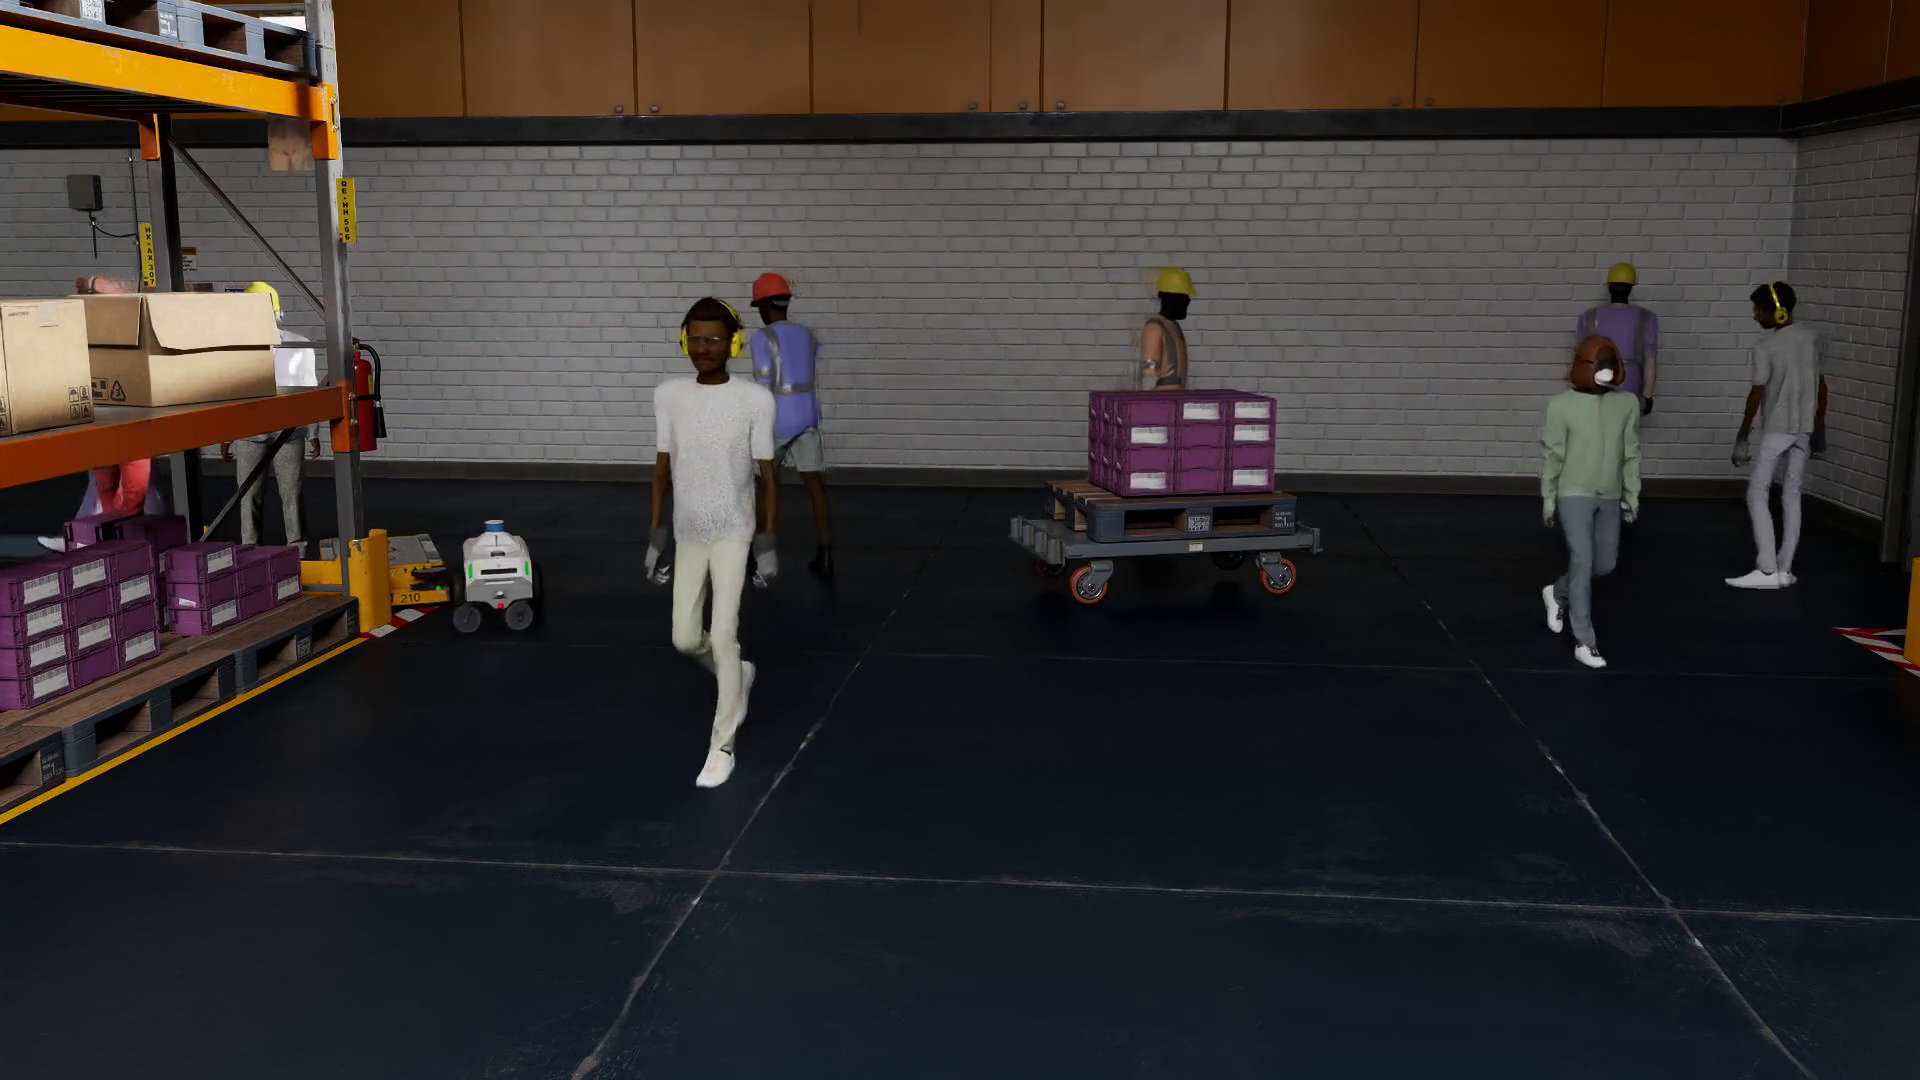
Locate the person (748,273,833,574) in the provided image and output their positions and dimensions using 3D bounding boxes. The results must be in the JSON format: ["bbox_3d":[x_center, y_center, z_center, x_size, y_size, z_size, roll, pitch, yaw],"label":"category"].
[{"bbox_3d":[-1.114,-0.736,10.505,0.577,1.866,1.012,-9,14,-43],"label":"person"}]

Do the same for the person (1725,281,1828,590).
[{"bbox_3d":[4.896,-0.607,9.893,0.655,1.836,0.356,-2,10,-14],"label":"person"}]

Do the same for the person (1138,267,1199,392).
[{"bbox_3d":[1.453,-0.880,11.245,0.578,1.908,0.587,3,10,17],"label":"person"}]

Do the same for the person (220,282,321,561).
[{"bbox_3d":[-4.244,-0.664,10.219,0.600,1.827,0.403,-4,11,-21],"label":"person"}]

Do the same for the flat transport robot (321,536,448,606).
[{"bbox_3d":[-3.453,0.168,9.912,0.652,0.197,1.431,-4,11,-21],"label":"flat transport robot"}]

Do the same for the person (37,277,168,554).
[{"bbox_3d":[-5.459,-0.735,10.578,0.990,1.848,0.661,-1,10,-5],"label":"person"}]

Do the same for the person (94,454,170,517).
[{"bbox_3d":[-5.048,-0.597,10.077,0.544,1.746,0.652,-1,10,-5],"label":"person"}]

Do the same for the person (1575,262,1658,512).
[{"bbox_3d":[5.066,-1.180,12.892,0.594,1.924,0.382,3,11,19],"label":"person"}]

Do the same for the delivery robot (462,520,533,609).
[{"bbox_3d":[-2.514,0.135,9.020,0.477,0.478,0.707,-3,10,-17],"label":"delivery robot"}]

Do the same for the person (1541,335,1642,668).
[{"bbox_3d":[3.098,-0.216,8.268,0.508,1.608,0.654,-2,10,-11],"label":"person"}]

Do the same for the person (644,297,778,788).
[{"bbox_3d":[-0.945,-0.018,6.468,0.530,1.853,0.673,2,10,14],"label":"person"}]
